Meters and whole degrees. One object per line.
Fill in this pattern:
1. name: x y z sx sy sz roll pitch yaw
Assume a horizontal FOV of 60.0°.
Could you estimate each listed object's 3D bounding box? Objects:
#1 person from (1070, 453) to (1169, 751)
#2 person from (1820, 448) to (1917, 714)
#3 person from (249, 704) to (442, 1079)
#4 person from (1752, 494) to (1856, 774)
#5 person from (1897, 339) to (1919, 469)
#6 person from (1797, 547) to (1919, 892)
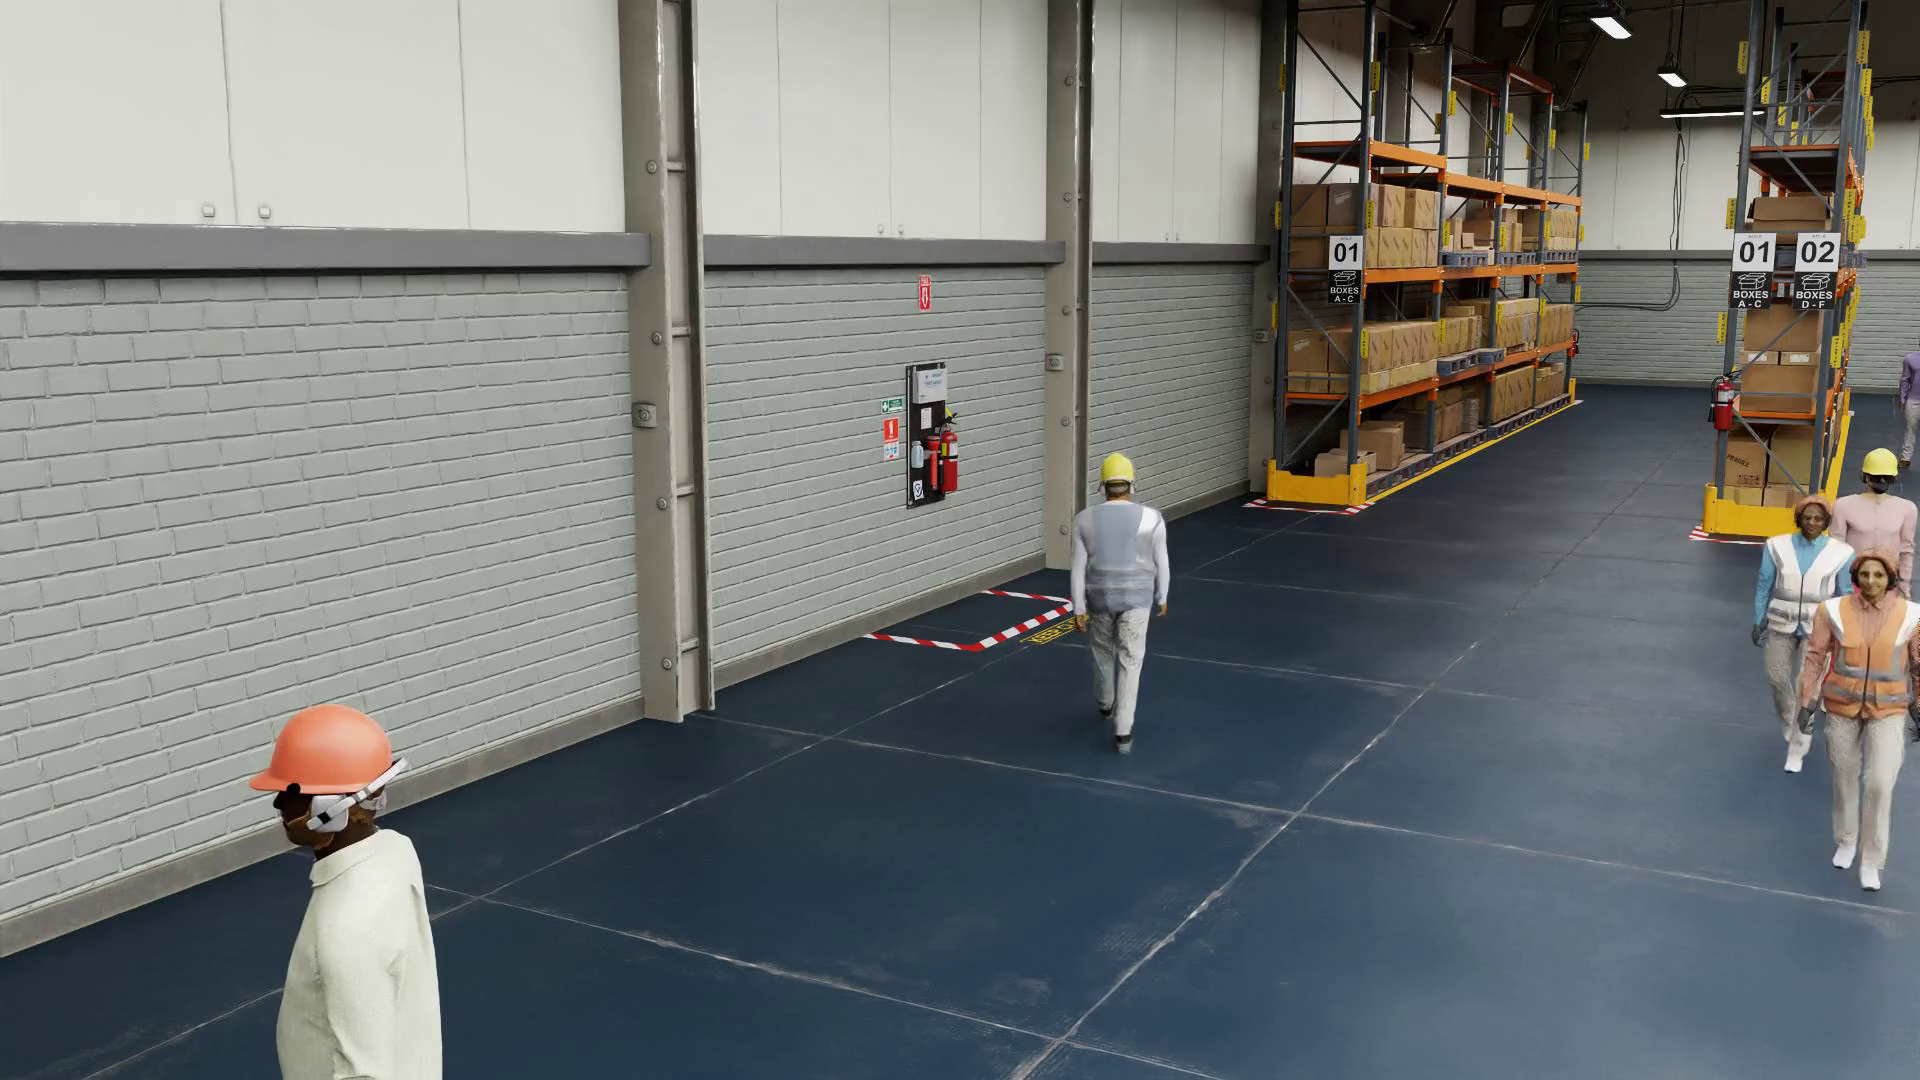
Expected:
1. person: 0.998 0.351 10.331 0.593 1.782 0.929 2 10 11
2. person: 5.905 0.279 10.814 0.533 1.765 0.331 2 10 13
3. person: -1.390 1.351 3.863 0.379 1.996 0.611 -2 10 -12
4. person: 4.987 0.514 9.840 0.521 1.613 0.710 7 12 35
5. person: 13.526 -1.949 23.353 0.630 1.940 0.372 9 13 41
6. person: 4.286 0.845 7.918 0.551 1.608 0.731 6 12 33
